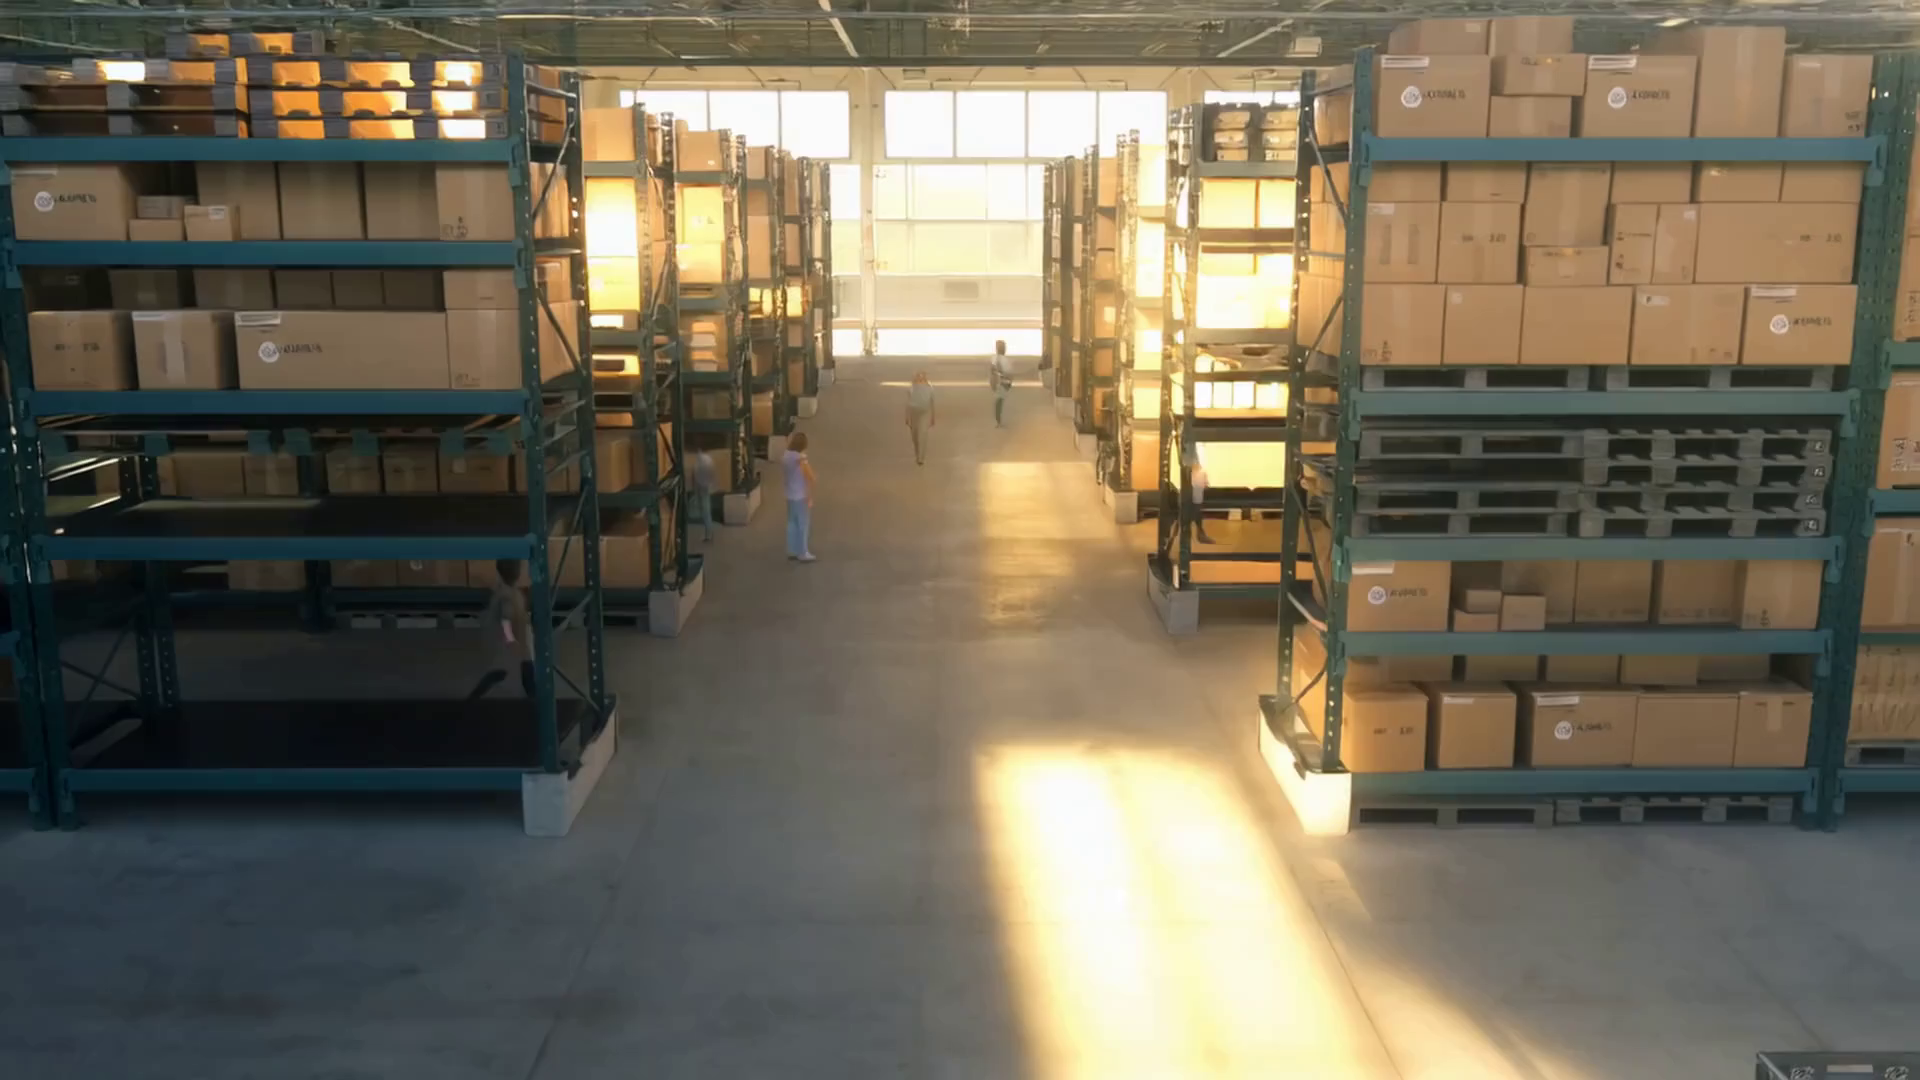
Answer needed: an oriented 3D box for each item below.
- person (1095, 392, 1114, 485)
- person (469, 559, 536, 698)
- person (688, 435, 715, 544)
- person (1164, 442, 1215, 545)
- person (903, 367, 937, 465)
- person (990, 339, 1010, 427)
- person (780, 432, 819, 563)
[{"bbox_3d":[2.585,-1.780,29.492,0.319,1.690,0.530,-4,12,-21],"label":"person"},{"bbox_3d":[-4.422,0.935,16.099,0.824,1.670,0.530,0,11,0],"label":"person"},{"bbox_3d":[-3.804,-0.742,24.508,0.344,1.617,0.518,-10,15,-41],"label":"person"},{"bbox_3d":[3.406,-0.907,24.635,0.842,1.905,0.544,8,14,34],"label":"person"},{"bbox_3d":[-0.772,-2.426,32.234,0.637,1.879,0.882,2,12,8],"label":"person"},{"bbox_3d":[0.939,-3.535,37.463,0.428,1.994,0.744,7,13,32],"label":"person"},{"bbox_3d":[-2.240,-0.597,23.247,0.429,1.844,0.625,-9,15,-38],"label":"person"}]
